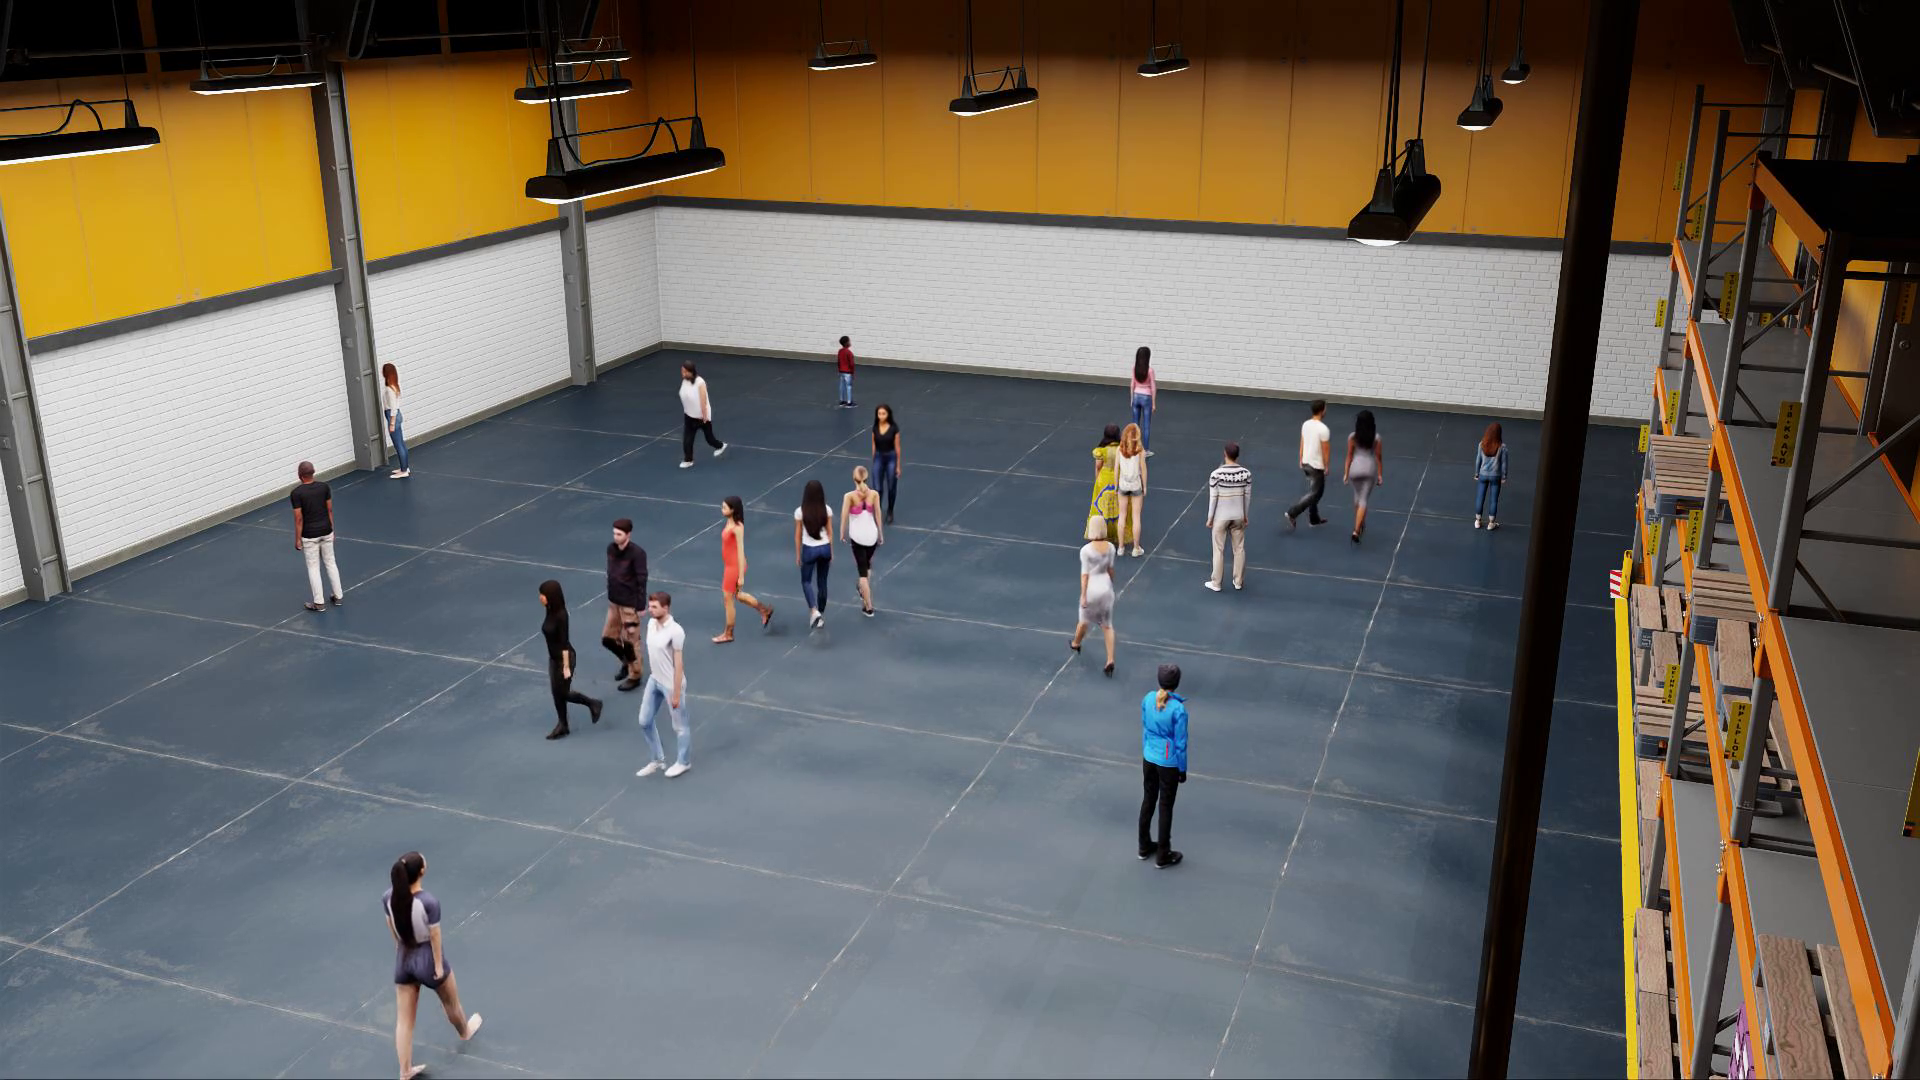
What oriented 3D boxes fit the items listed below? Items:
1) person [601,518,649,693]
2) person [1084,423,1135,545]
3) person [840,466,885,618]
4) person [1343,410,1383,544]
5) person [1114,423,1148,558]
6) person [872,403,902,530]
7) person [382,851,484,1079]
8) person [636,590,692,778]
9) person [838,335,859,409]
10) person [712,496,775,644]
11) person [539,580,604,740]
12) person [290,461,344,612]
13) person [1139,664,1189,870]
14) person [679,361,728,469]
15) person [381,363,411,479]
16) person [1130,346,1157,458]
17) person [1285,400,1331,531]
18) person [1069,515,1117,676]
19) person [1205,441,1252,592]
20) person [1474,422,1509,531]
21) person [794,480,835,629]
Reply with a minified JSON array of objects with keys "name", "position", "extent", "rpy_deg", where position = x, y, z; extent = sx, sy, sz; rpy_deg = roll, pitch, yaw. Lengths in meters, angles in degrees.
[{"name":"person","position":[-3.409,0.648,17.338],"extent":[0.770,1.905,0.750],"rpy_deg":[13,23,34]},{"name":"person","position":[1.989,-0.723,21.794],"extent":[0.970,1.659,0.946],"rpy_deg":[-1,19,-2]},{"name":"person","position":[-1.104,0.041,19.377],"extent":[1.025,1.753,1.129],"rpy_deg":[-6,20,-18]},{"name":"person","position":[5.277,-0.789,21.879],"extent":[0.649,1.729,1.069],"rpy_deg":[6,20,17]},{"name":"person","position":[2.193,-0.648,21.413],"extent":[0.564,1.759,0.496],"rpy_deg":[7,20,19]},{"name":"person","position":[-0.980,-1.028,22.636],"extent":[0.737,1.699,1.132],"rpy_deg":[2,19,6]},{"name":"person","position":[-3.663,2.894,11.118],"extent":[0.639,1.617,0.971],"rpy_deg":[6,19,16]},{"name":"person","position":[-2.646,1.317,15.452],"extent":[0.812,1.839,0.861],"rpy_deg":[16,24,39]},{"name":"person","position":[-1.992,-2.950,29.039],"extent":[0.571,1.255,0.584],"rpy_deg":[17,25,40]},{"name":"person","position":[-2.442,0.322,18.620],"extent":[1.035,1.703,0.991],"rpy_deg":[-8,20,-22]},{"name":"person","position":[-3.825,1.161,16.254],"extent":[0.921,1.624,0.802],"rpy_deg":[-15,24,-38]},{"name":"person","position":[-7.591,-0.060,19.598],"extent":[0.786,1.804,0.646],"rpy_deg":[14,23,36]},{"name":"person","position":[1.683,1.868,13.884],"extent":[0.682,1.797,0.687],"rpy_deg":[-16,24,-39]},{"name":"person","position":[-3.975,-1.938,25.437],"extent":[0.903,1.636,1.180],"rpy_deg":[15,24,38]},{"name":"person","position":[-8.454,-1.798,24.877],"extent":[0.712,1.728,0.598],"rpy_deg":[-4,19,-10]},{"name":"person","position":[2.842,-2.173,25.970],"extent":[0.620,1.742,0.583],"rpy_deg":[12,22,32]},{"name":"person","position":[4.702,-0.984,22.370],"extent":[1.111,1.785,1.039],"rpy_deg":[-9,21,-25]},{"name":"person","position":[1.510,0.622,17.735],"extent":[1.048,1.701,1.139],"rpy_deg":[-7,20,-21]},{"name":"person","position":[3.267,-0.289,20.187],"extent":[0.767,1.862,0.767],"rpy_deg":[-4,19,-11]},{"name":"person","position":[7.179,-0.874,22.529],"extent":[0.608,1.476,0.548],"rpy_deg":[10,21,28]},{"name":"person","position":[-1.616,0.197,18.893],"extent":[0.852,1.766,0.955],"rpy_deg":[-5,19,-14]}]
